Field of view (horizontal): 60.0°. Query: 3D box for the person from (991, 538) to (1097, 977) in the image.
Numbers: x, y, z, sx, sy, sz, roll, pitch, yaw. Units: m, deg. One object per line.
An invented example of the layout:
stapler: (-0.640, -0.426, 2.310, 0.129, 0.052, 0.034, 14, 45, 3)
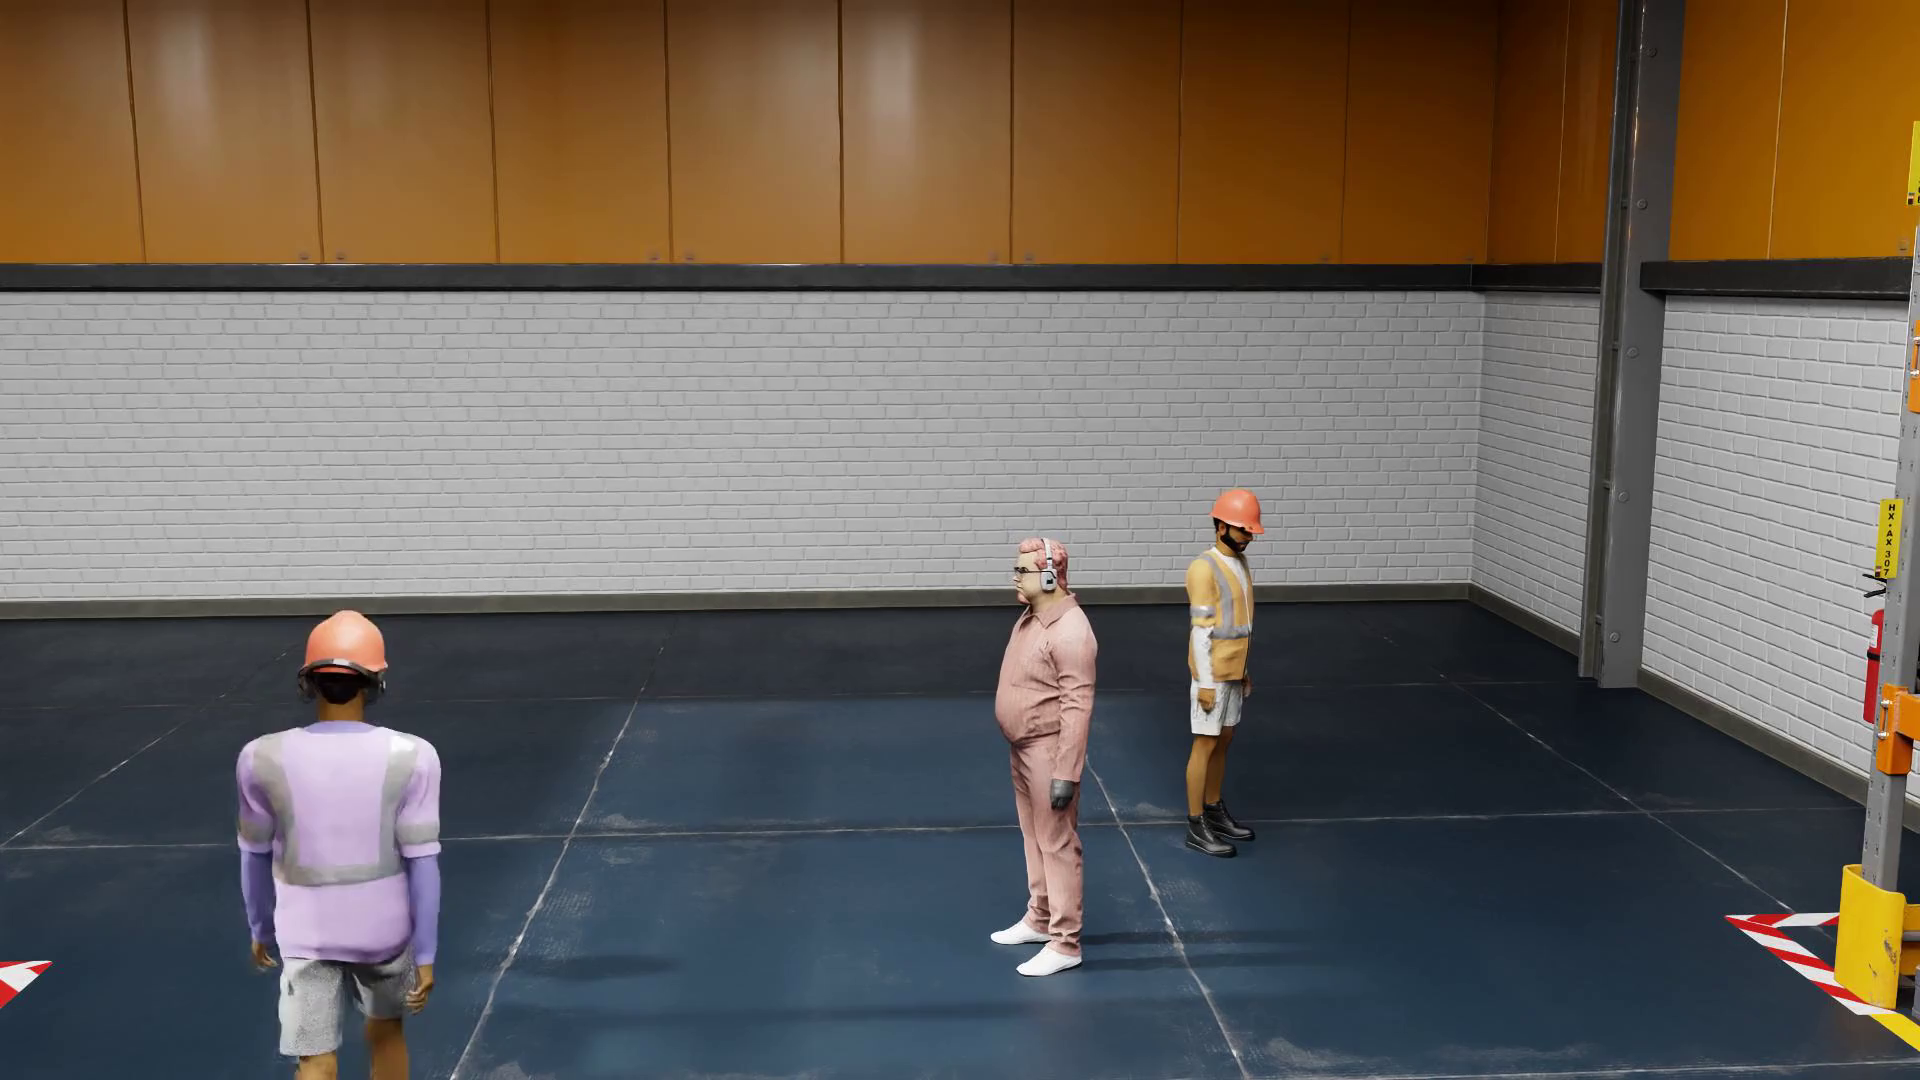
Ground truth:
person: (0.352, 0.933, 7.276, 0.409, 1.906, 0.652, -2, 9, -15)

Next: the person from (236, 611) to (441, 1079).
person: (-1.910, 1.230, 5.159, 0.613, 2.003, 1.006, -3, 9, -16)

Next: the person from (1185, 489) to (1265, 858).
person: (1.401, 0.686, 8.766, 0.379, 1.927, 0.542, 6, 11, 32)
